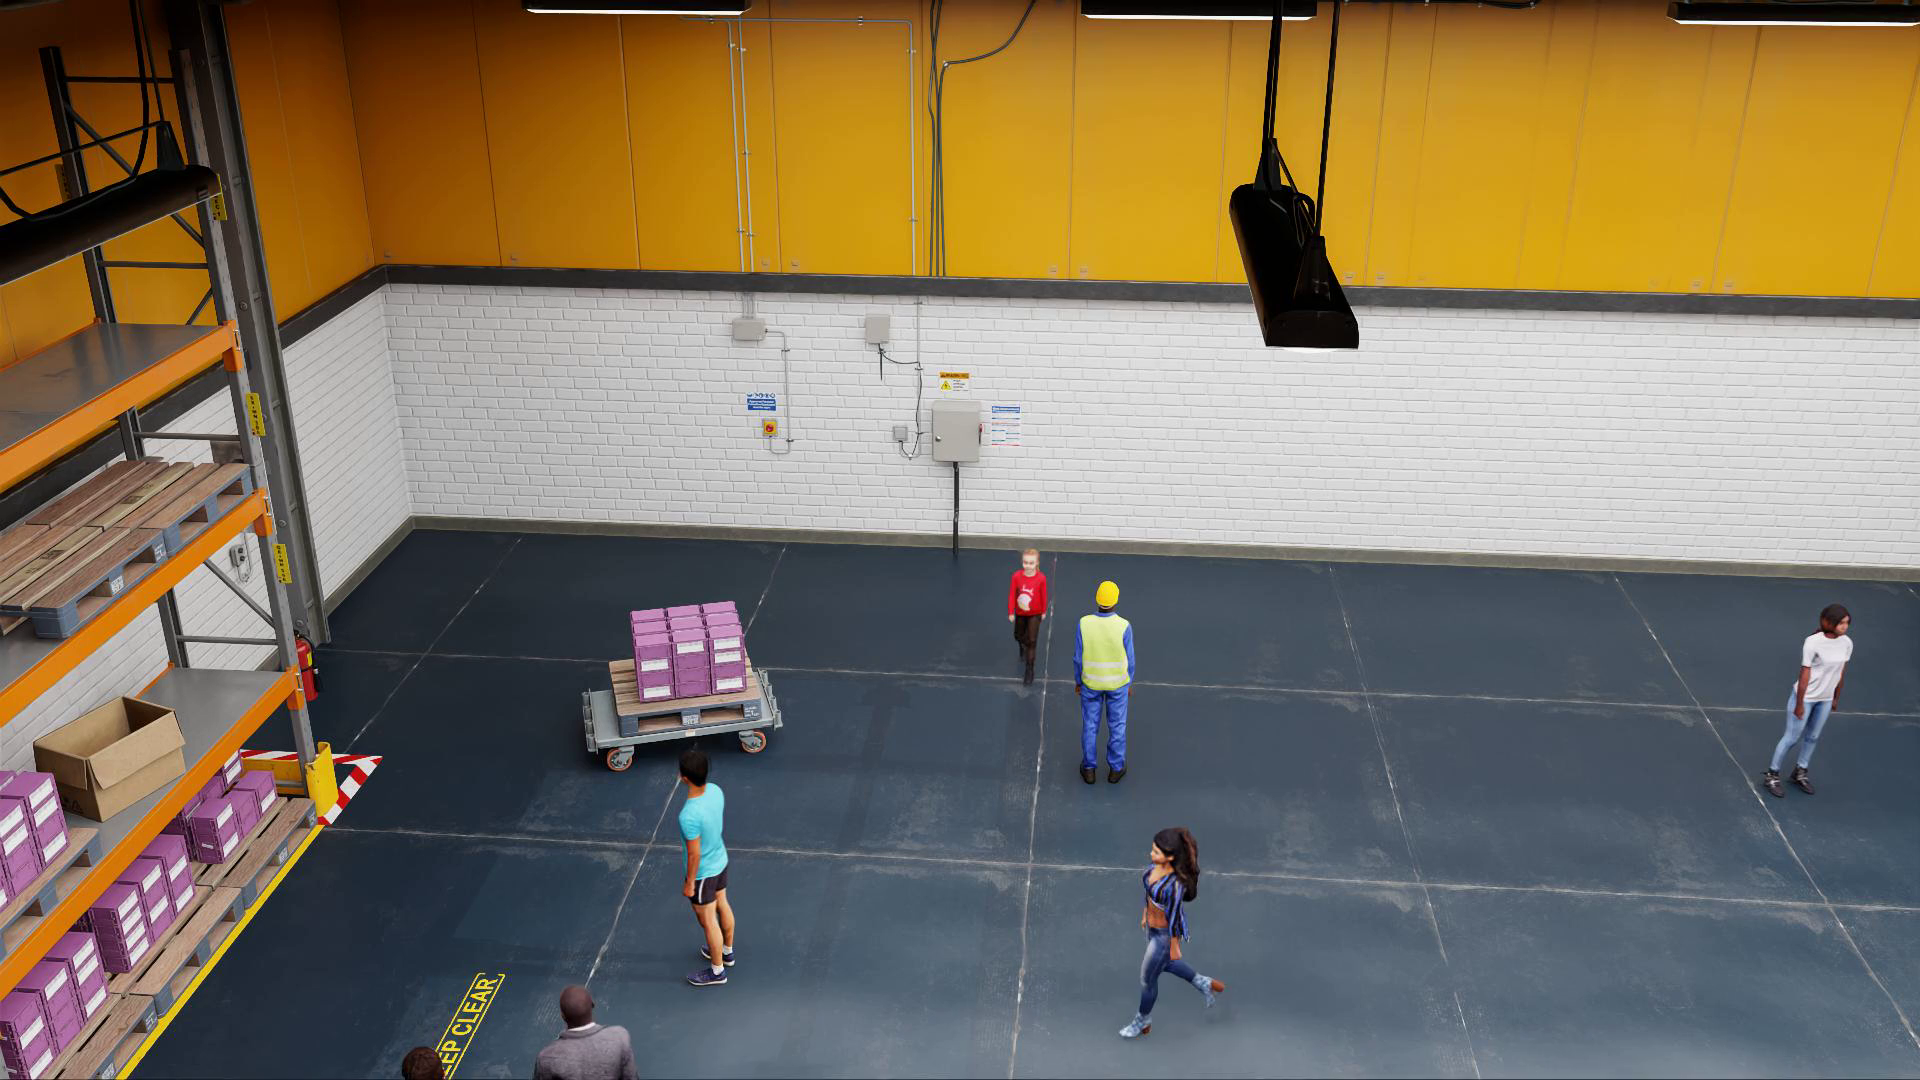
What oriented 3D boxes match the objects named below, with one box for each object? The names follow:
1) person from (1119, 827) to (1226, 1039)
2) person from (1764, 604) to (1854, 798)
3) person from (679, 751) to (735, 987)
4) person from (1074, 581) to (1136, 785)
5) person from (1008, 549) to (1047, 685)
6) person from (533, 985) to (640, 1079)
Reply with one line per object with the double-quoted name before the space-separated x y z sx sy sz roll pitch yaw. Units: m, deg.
"person" 1.386 2.538 10.802 0.846 1.597 0.967 -5 24 -12
"person" 6.918 1.289 13.509 0.632 1.718 0.614 -4 24 -9
"person" -1.719 2.218 11.310 0.711 1.776 0.522 7 24 15
"person" 1.183 1.162 13.680 0.645 1.813 0.559 2 24 5
"person" 0.635 0.655 15.530 0.525 1.260 0.871 3 24 8
"person" -1.945 3.269 8.933 1.152 1.755 1.324 -13 27 -27
